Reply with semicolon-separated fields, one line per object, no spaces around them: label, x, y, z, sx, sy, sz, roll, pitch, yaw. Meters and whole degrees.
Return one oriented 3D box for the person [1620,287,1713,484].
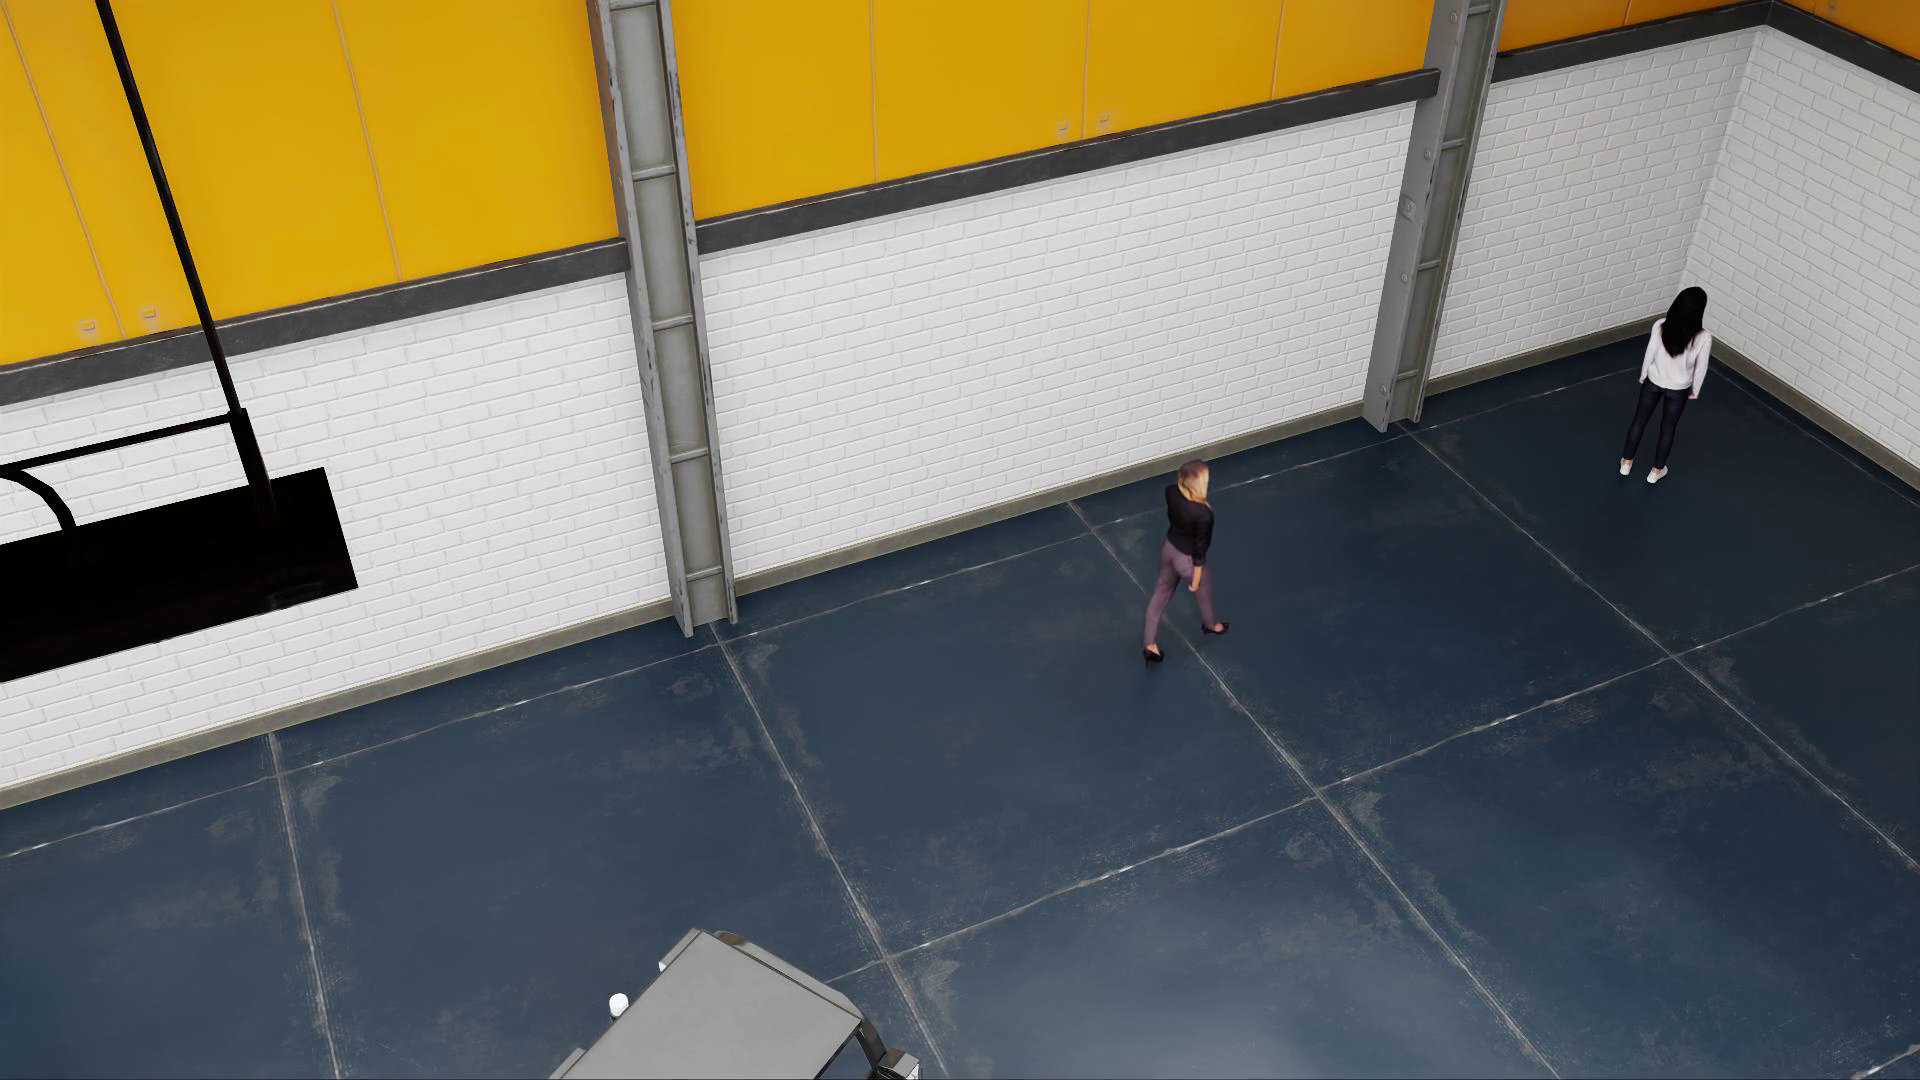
person;5.445;-1.203;12.806;0.712;1.701;0.736;21;43;25

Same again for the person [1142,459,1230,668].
person;1.414;0.196;11.101;0.999;1.642;0.720;-25;45;-28
